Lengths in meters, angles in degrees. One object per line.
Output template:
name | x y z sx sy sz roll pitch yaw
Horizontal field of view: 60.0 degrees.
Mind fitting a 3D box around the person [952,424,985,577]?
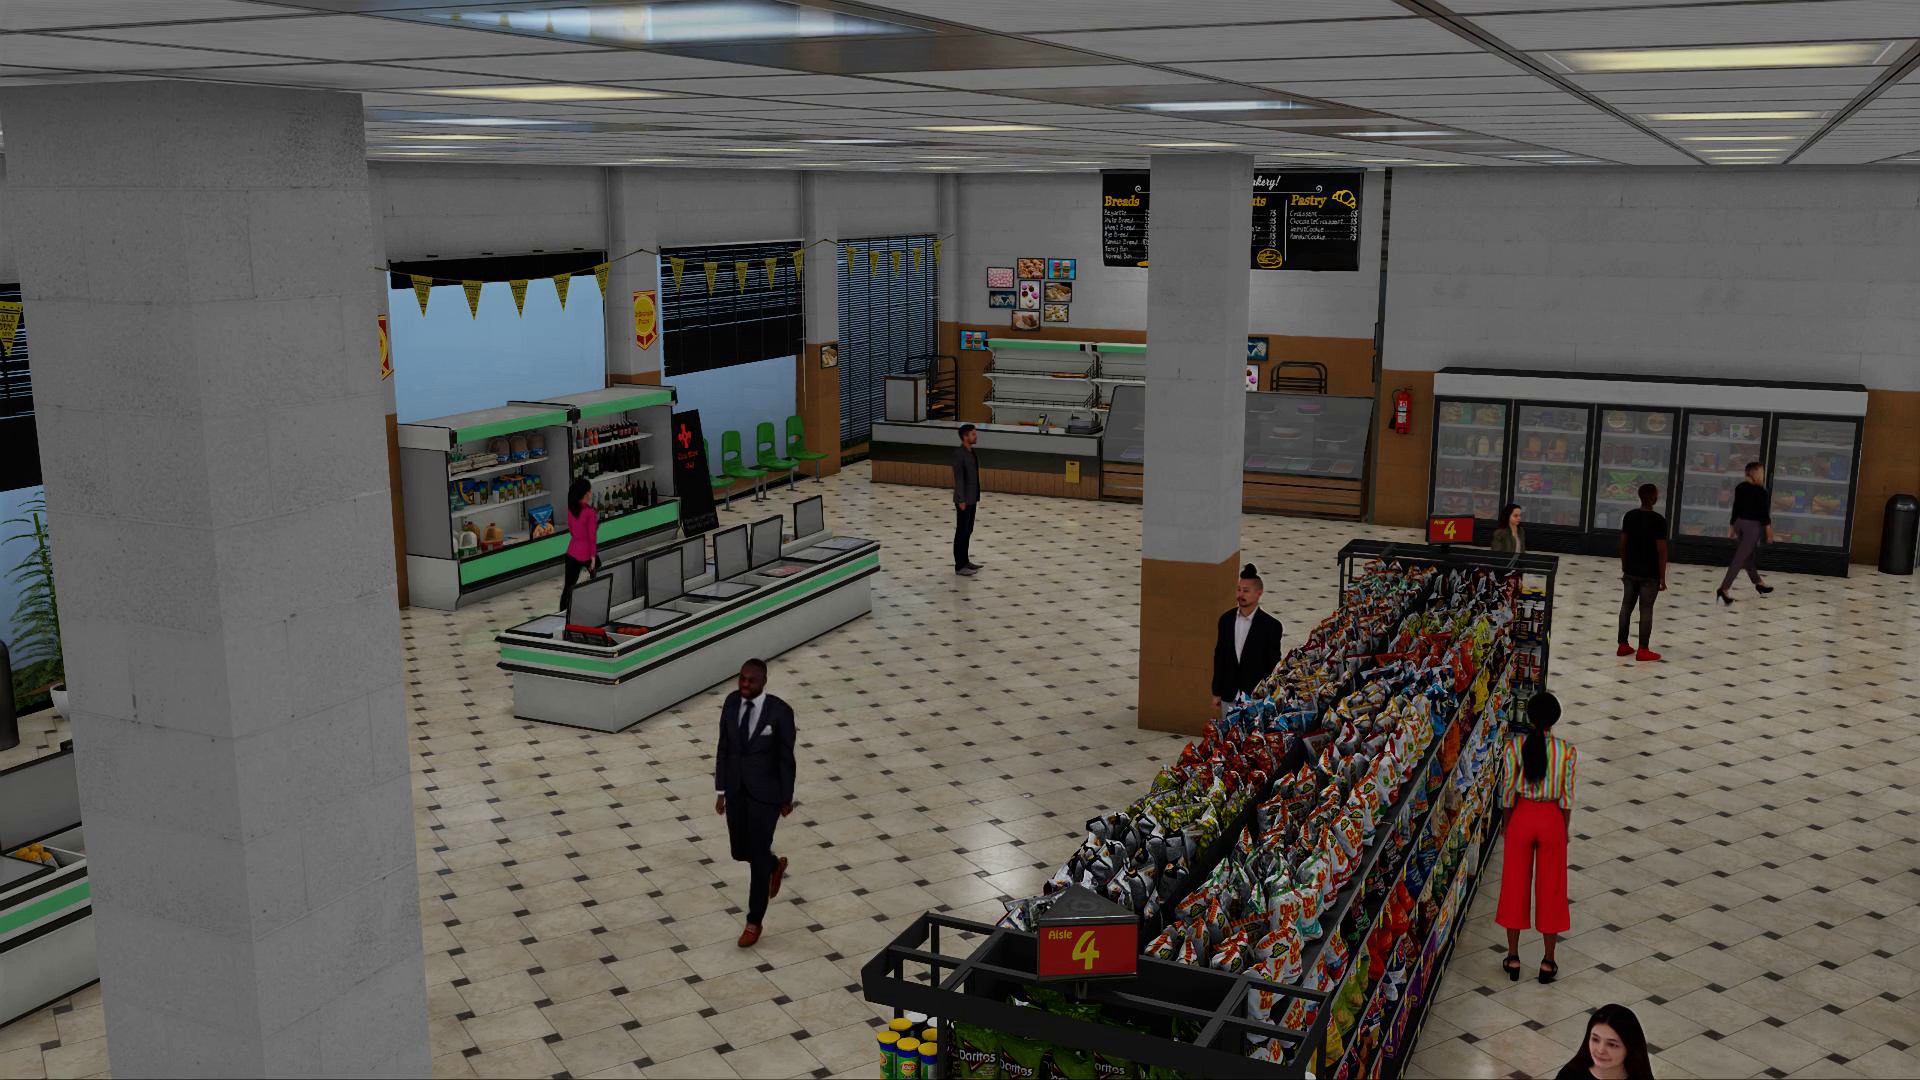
person | 0.074 -0.517 20.655 0.780 1.874 0.593 3 12 15

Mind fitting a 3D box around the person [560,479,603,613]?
person | -4.085 0.228 17.675 0.615 1.644 1.153 6 13 27

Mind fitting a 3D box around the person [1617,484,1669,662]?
person | 6.911 0.315 16.866 0.704 1.806 0.713 -8 15 -35

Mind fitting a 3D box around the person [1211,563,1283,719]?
person | 2.184 1.136 12.619 0.770 1.949 0.683 10 15 39

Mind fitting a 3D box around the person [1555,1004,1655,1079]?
person | 2.514 2.576 6.533 0.639 1.639 0.623 8 14 33

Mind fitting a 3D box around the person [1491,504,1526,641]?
person | 5.776 0.342 17.542 0.626 1.474 0.708 -6 13 -25

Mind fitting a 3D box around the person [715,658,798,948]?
person | -1.290 1.622 10.679 0.689 1.798 1.014 5 13 24

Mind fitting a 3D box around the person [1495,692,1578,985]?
person | 3.450 1.774 9.970 0.624 1.793 0.553 4 13 19

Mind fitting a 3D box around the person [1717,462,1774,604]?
person | 8.922 -0.047 19.009 1.060 1.632 1.045 -3 12 -15
